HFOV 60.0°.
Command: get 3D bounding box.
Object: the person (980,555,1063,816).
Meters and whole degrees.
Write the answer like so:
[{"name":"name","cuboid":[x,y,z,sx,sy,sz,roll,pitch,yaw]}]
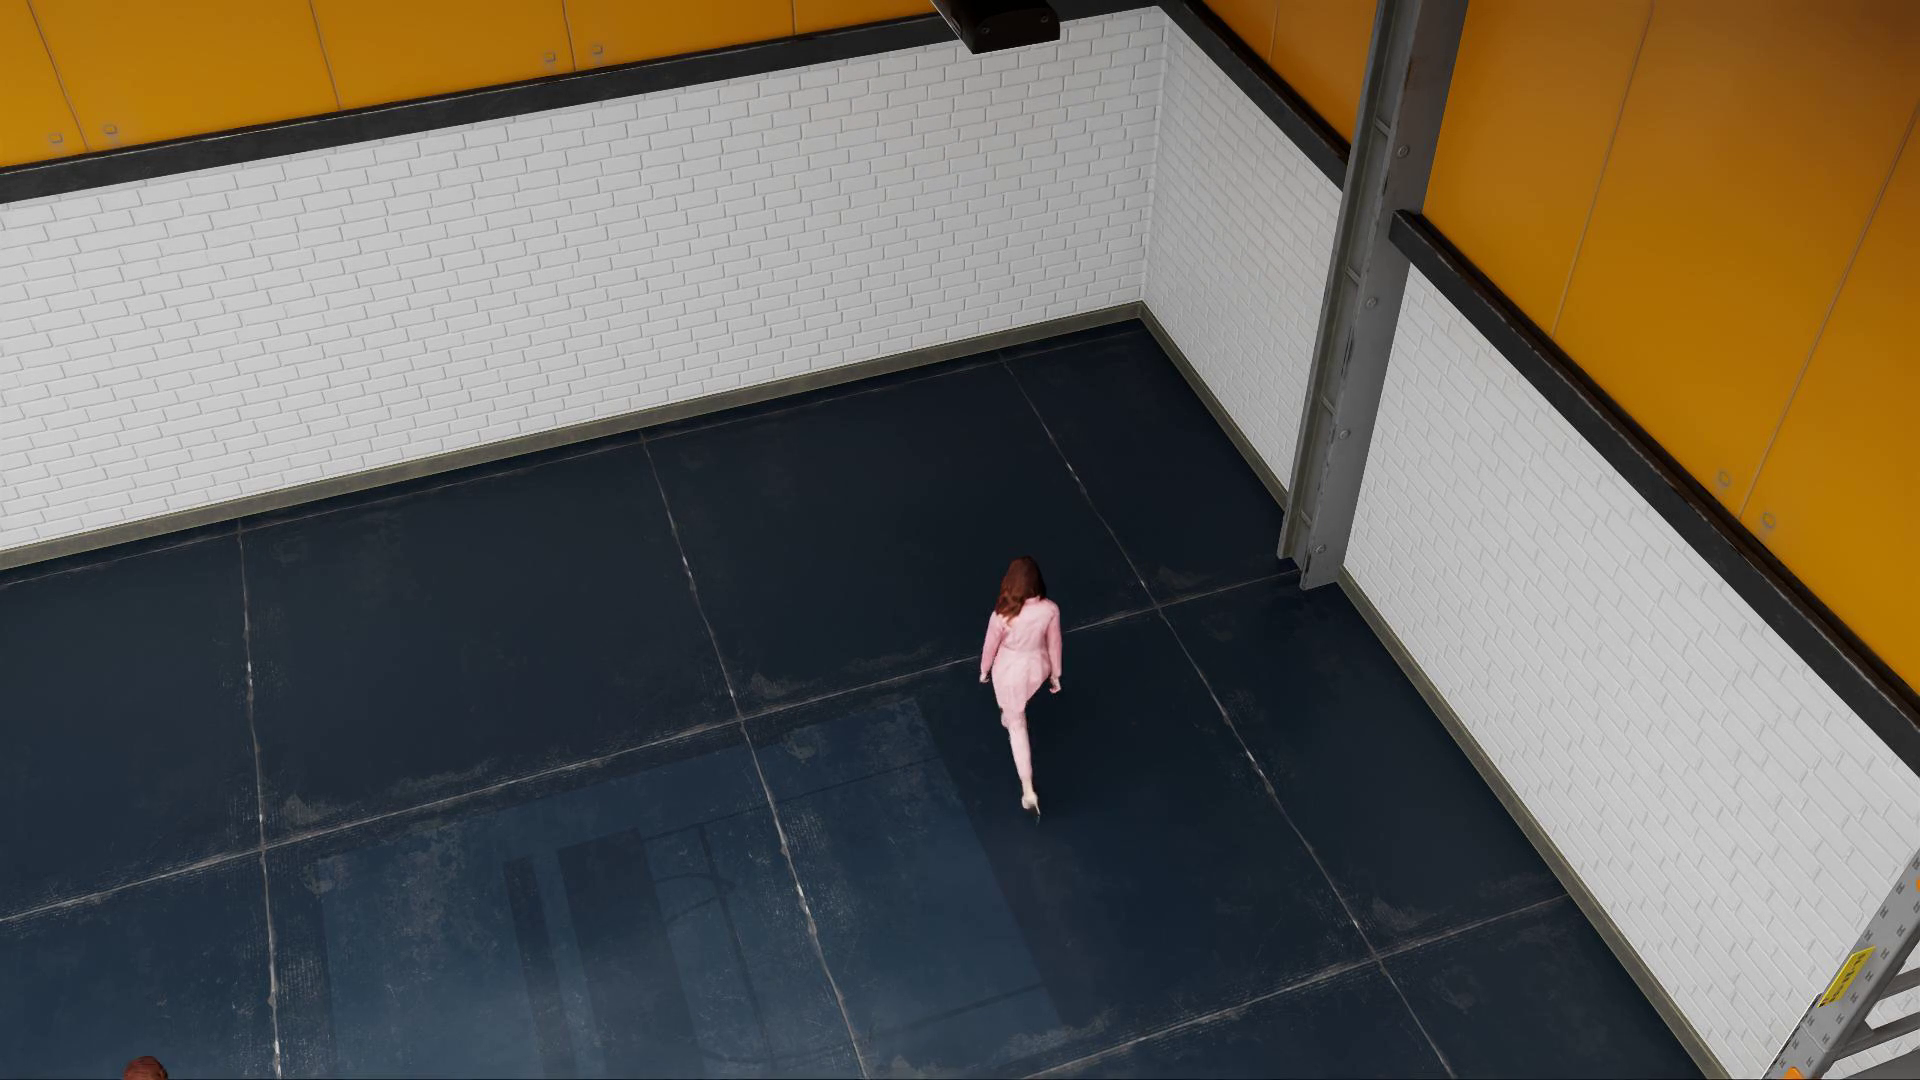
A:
[{"name":"person","cuboid":[0.381,0.886,9.917,0.679,1.757,1.154,-11,45,-11]}]
